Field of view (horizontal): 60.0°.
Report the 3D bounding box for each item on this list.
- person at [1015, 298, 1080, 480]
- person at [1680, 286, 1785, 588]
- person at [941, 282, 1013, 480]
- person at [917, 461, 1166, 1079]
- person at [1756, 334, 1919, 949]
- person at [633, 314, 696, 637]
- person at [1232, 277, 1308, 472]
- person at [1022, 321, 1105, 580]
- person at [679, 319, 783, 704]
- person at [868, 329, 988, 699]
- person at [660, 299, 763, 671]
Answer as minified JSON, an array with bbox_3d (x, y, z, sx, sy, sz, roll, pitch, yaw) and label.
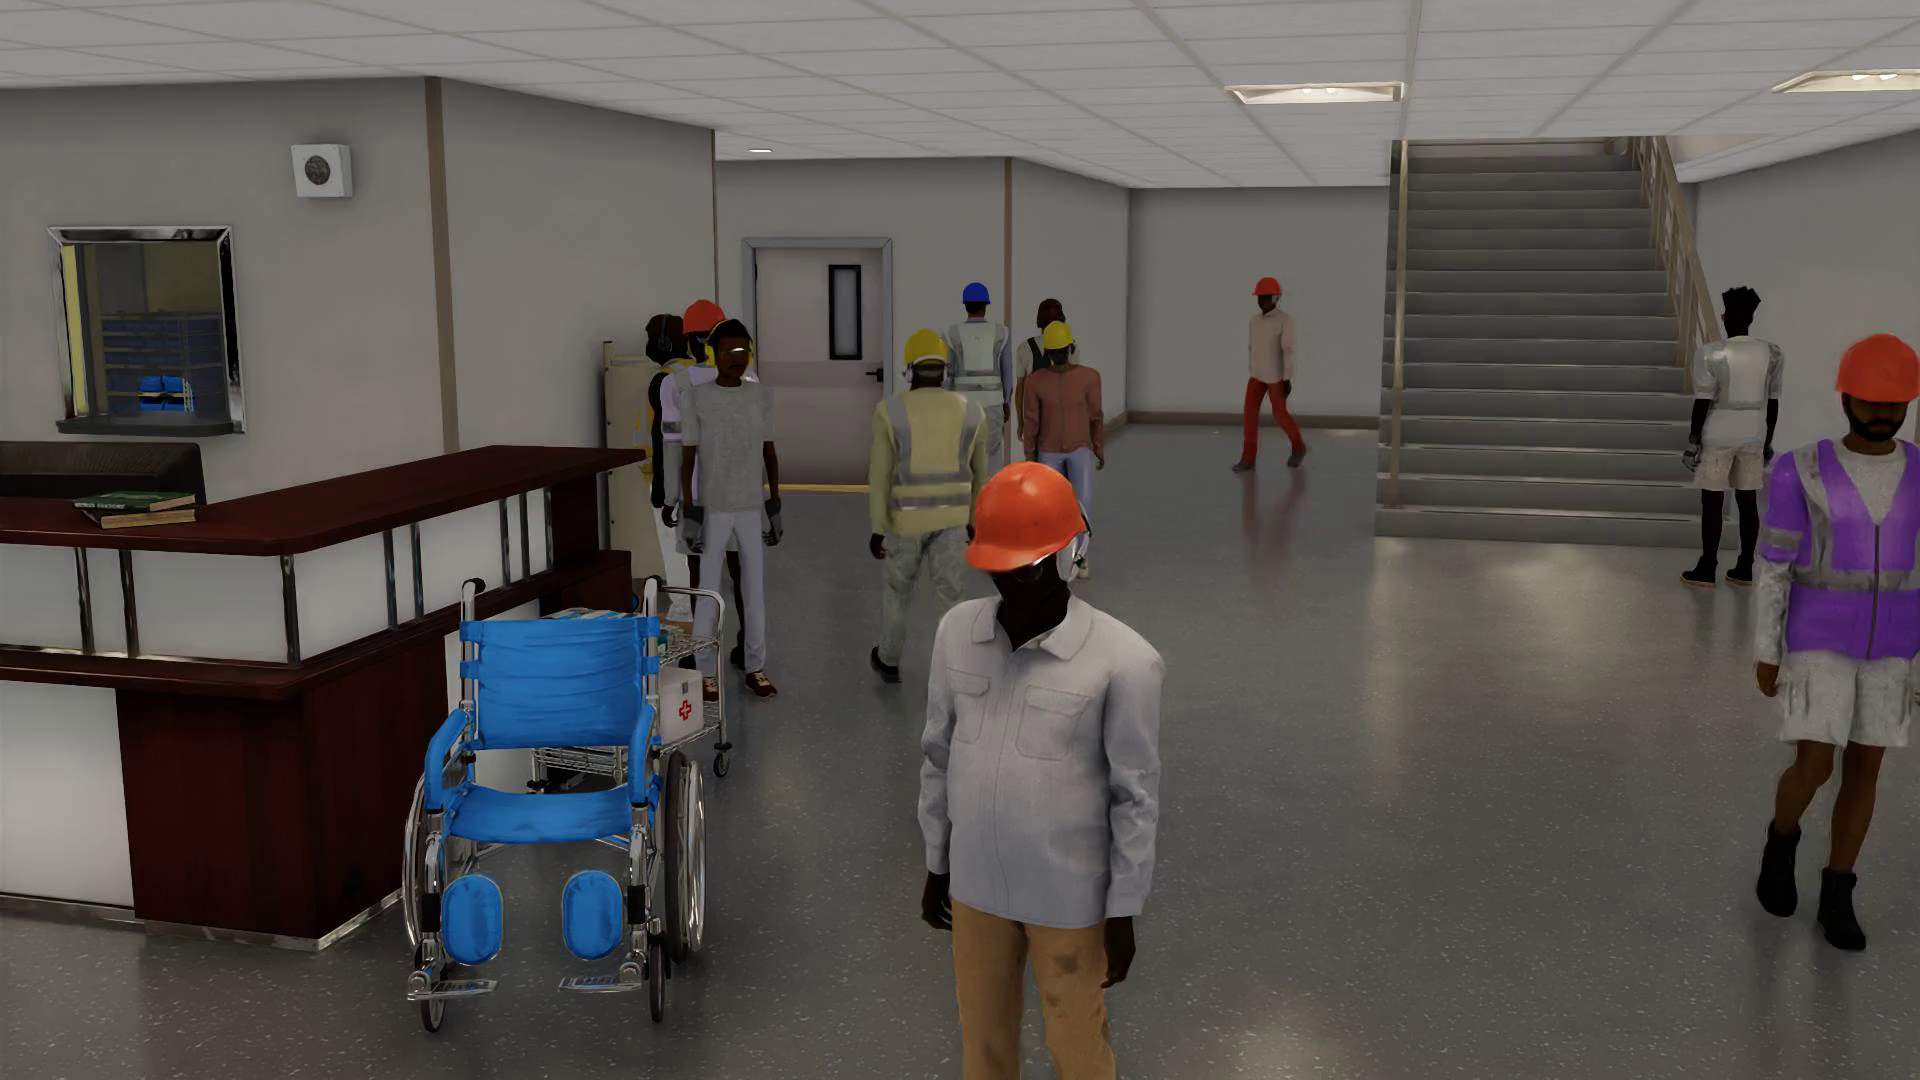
[{"bbox_3d":[0.669,-0.886,12.493,0.519,1.844,0.330,4,10,22],"label":"person"},{"bbox_3d":[5.017,-0.662,10.828,0.612,1.965,0.362,-1,10,-7],"label":"person"},{"bbox_3d":[0.137,-1.147,13.756,0.605,1.943,0.402,-1,10,-5],"label":"person"},{"bbox_3d":[0.136,0.699,3.459,0.559,1.745,0.333,6,12,33],"label":"person"},{"bbox_3d":[2.784,0.324,5.173,0.541,1.923,0.392,1,10,8],"label":"person"},{"bbox_3d":[-1.639,-0.368,9.506,0.429,1.837,0.628,1,10,5],"label":"person"},{"bbox_3d":[3.168,-1.673,16.804,0.936,1.961,0.621,-7,12,-38],"label":"person"},{"bbox_3d":[0.684,-0.582,11.014,0.544,1.734,0.484,1,10,4],"label":"person"},{"bbox_3d":[-1.104,-0.138,8.068,0.516,1.861,0.321,-5,11,-25],"label":"person"},{"bbox_3d":[-0.185,-0.128,8.174,0.627,1.792,0.868,-3,10,-17],"label":"person"},{"bbox_3d":[-1.291,-0.267,8.593,0.552,1.932,0.377,-6,11,-30],"label":"person"}]
